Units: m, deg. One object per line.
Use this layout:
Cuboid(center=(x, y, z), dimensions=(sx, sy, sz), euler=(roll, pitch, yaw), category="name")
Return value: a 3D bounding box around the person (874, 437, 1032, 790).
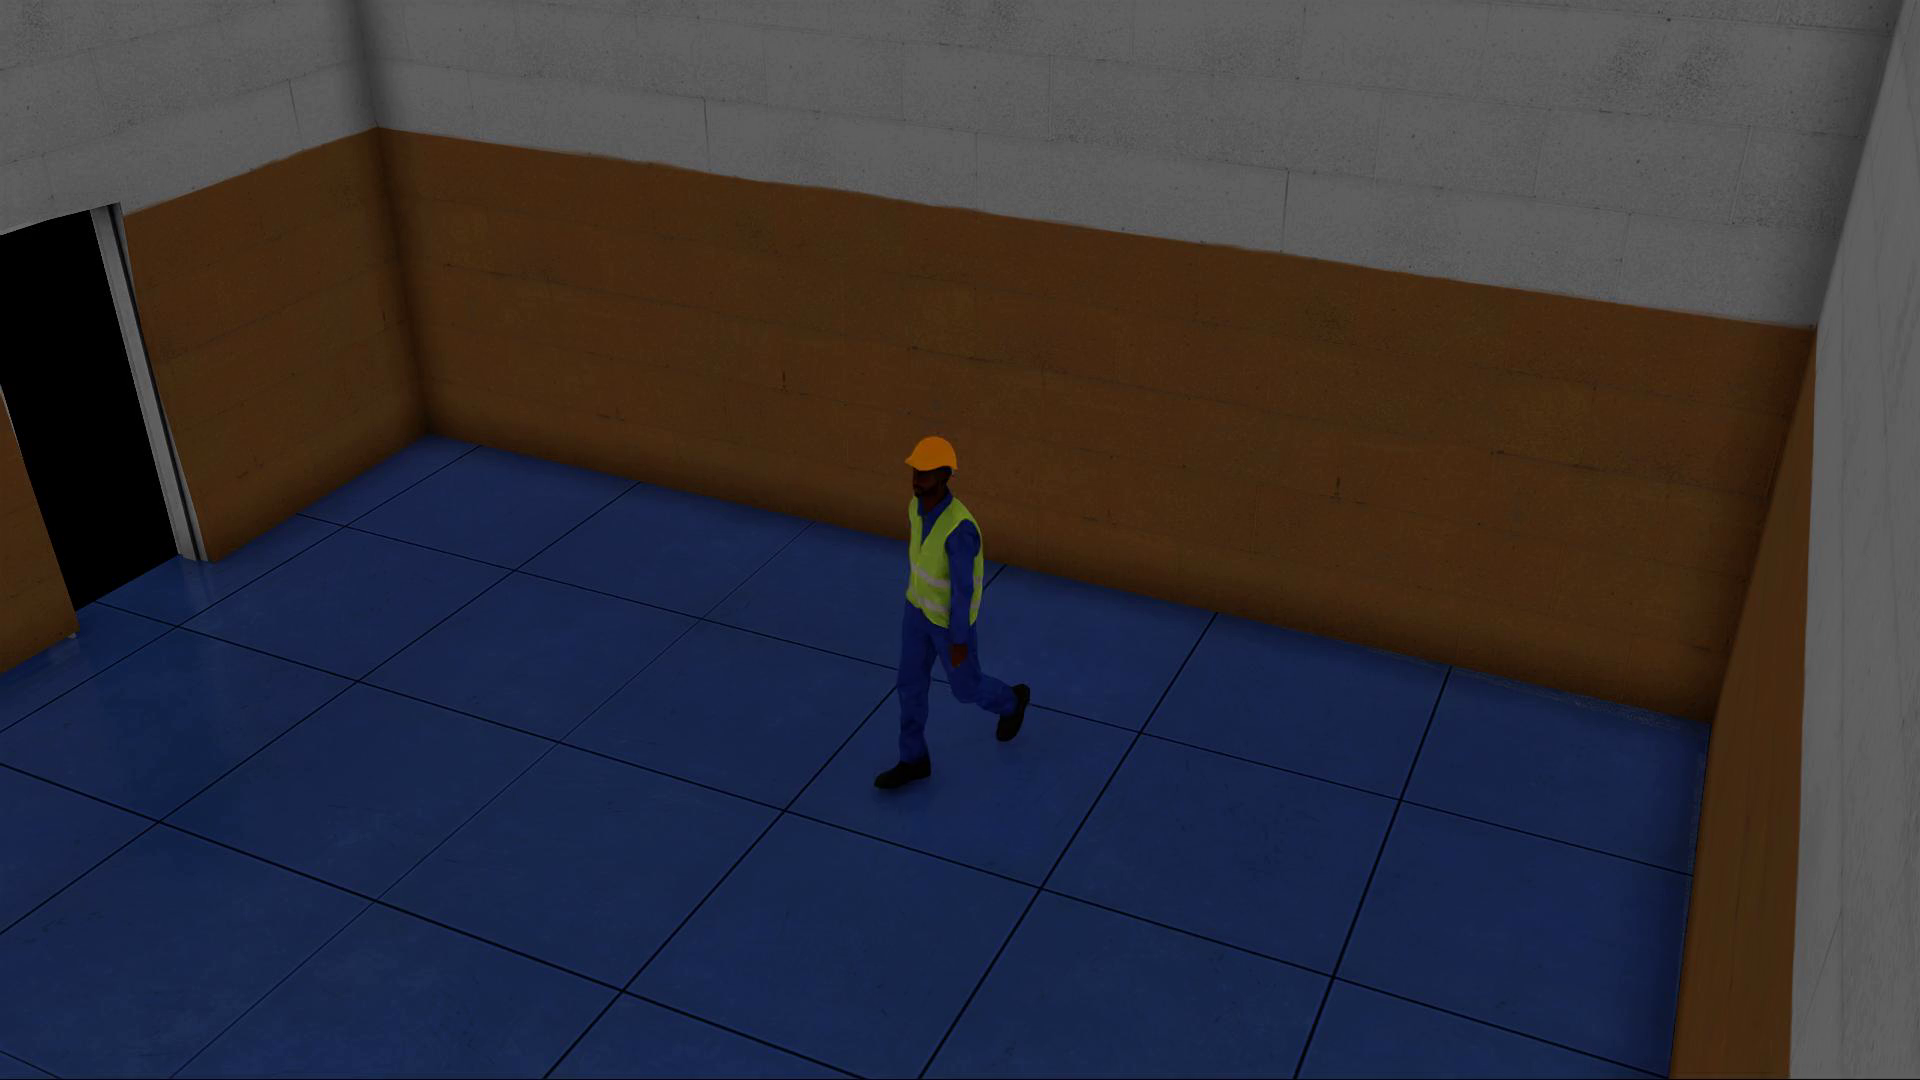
Cuboid(center=(-0.014, 0.337, 7.895), dimensions=(1.043, 1.791, 1.166), euler=(-21, 35, -33), category="person")
